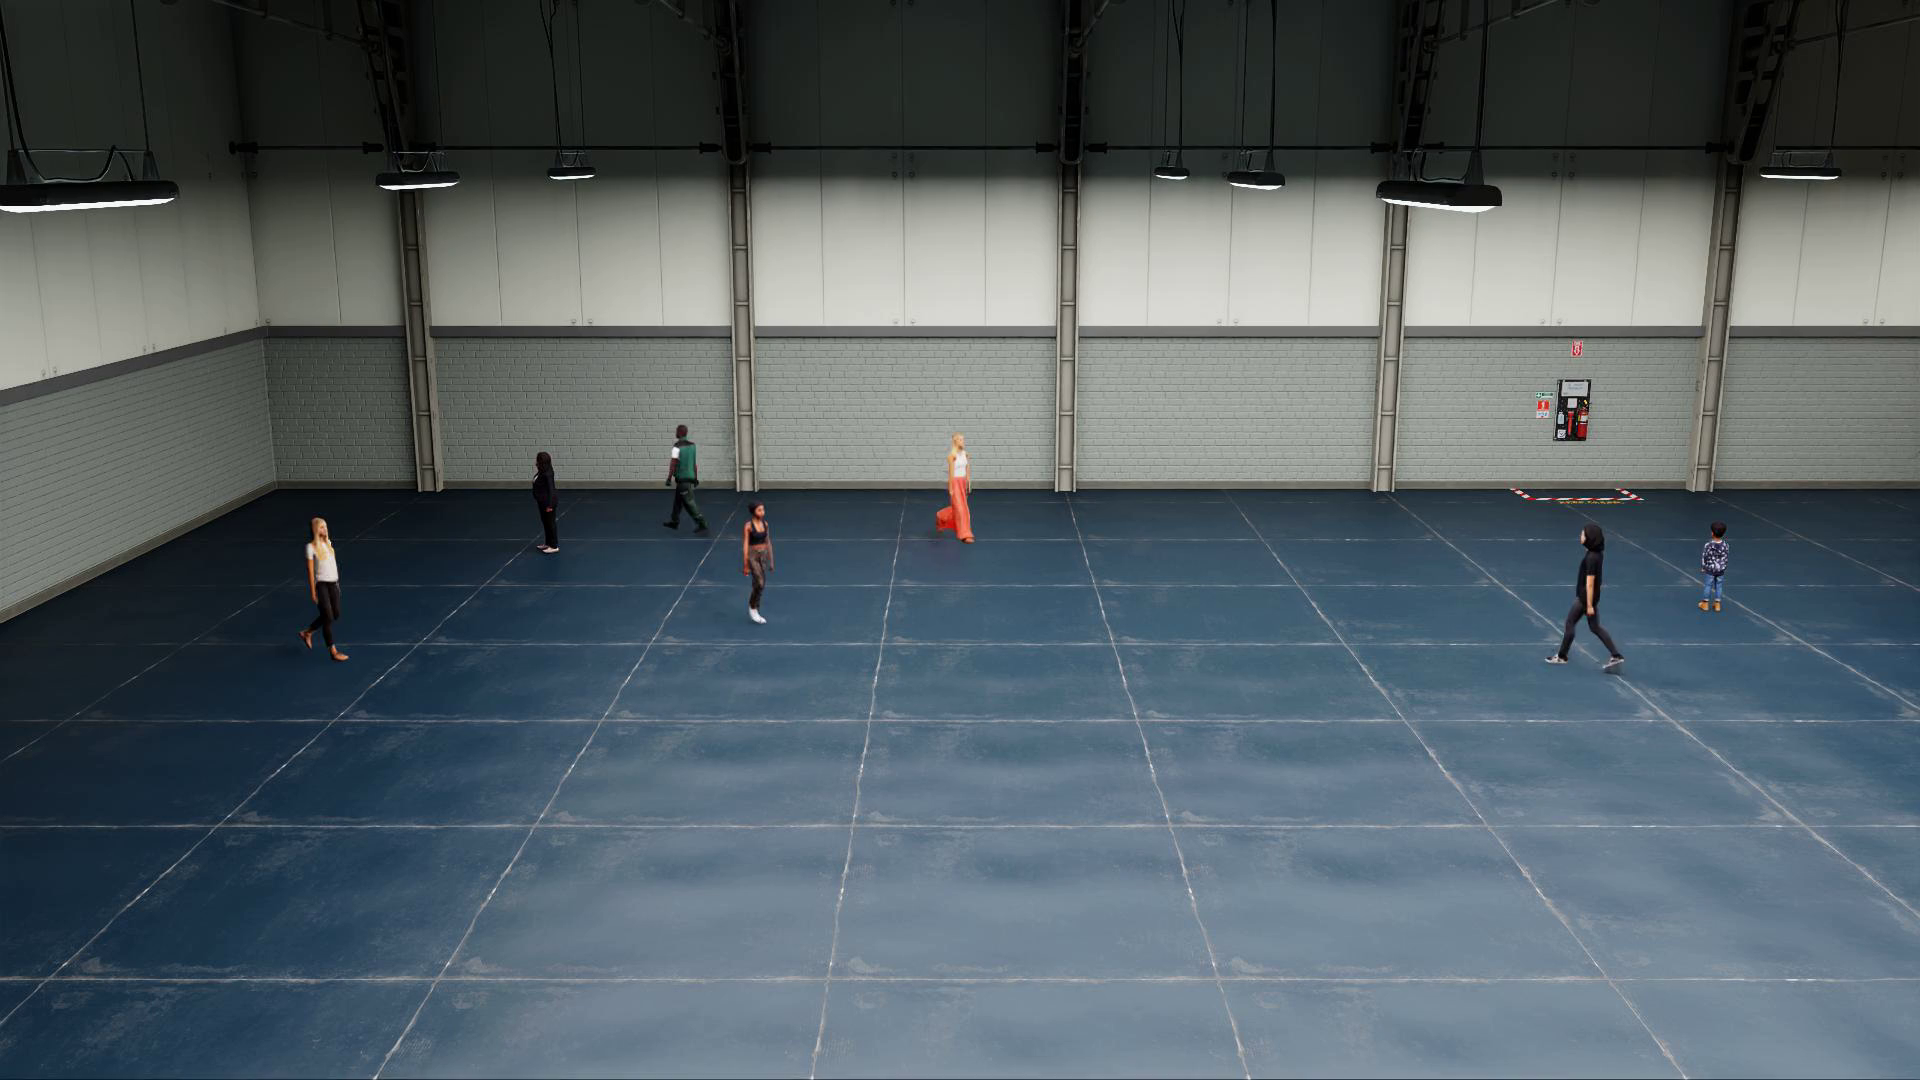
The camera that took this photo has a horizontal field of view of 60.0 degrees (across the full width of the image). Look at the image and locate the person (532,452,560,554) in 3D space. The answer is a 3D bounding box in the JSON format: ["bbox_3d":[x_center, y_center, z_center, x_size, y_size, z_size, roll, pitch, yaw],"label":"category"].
[{"bbox_3d":[-6.553,-0.607,26.392,0.787,1.617,0.763,-7,15,-29],"label":"person"}]

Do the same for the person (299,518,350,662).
[{"bbox_3d":[-7.990,0.610,20.696,1.000,1.815,0.761,3,13,14],"label":"person"}]

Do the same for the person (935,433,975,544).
[{"bbox_3d":[-0.102,-0.847,27.065,1.146,1.779,1.039,11,17,39],"label":"person"}]

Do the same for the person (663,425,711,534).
[{"bbox_3d":[-4.501,-0.969,27.559,1.301,1.796,1.008,6,14,24],"label":"person"}]

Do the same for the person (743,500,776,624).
[{"bbox_3d":[-2.790,0.282,22.394,0.781,1.688,0.725,12,18,42],"label":"person"}]

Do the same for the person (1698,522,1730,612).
[{"bbox_3d":[10.461,0.356,23.039,0.455,1.252,0.570,2,13,6],"label":"person"}]

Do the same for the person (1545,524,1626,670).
[{"bbox_3d":[7.757,0.714,20.277,1.246,1.801,1.086,9,16,34],"label":"person"}]
